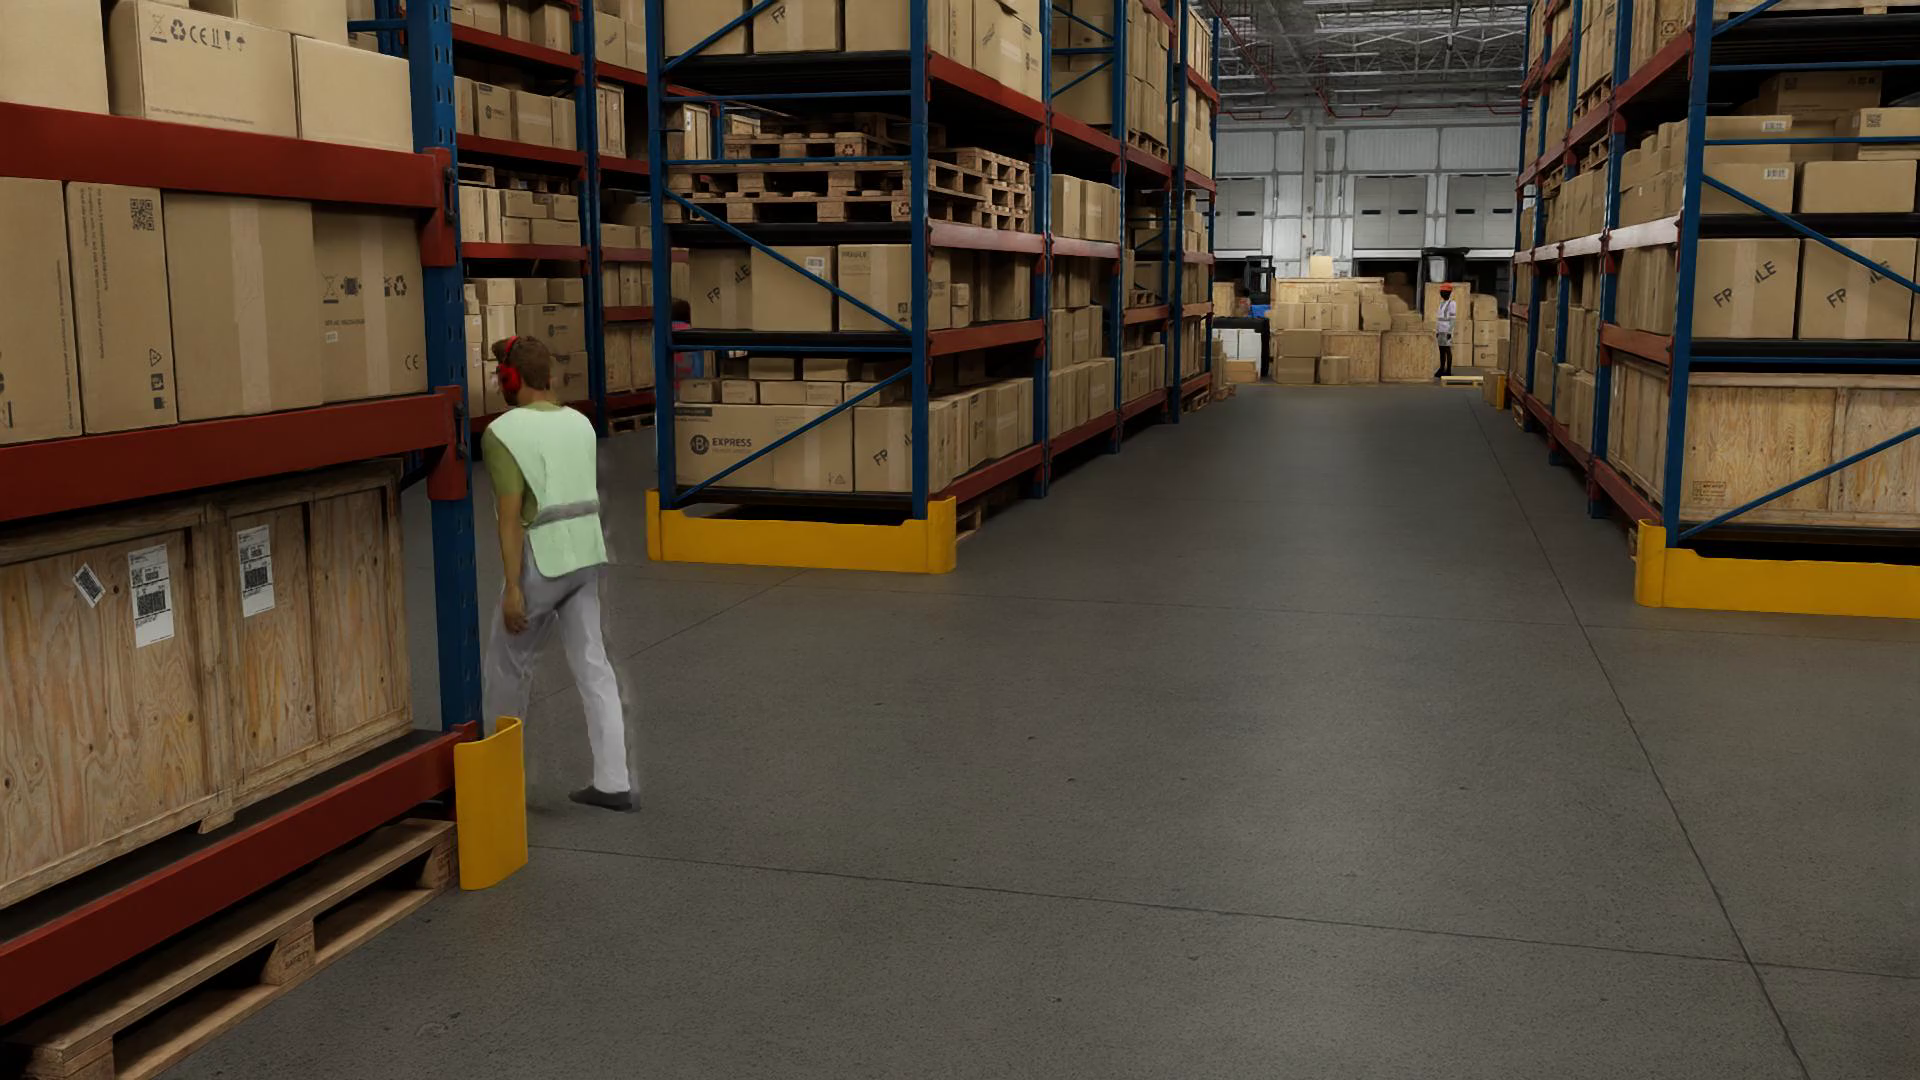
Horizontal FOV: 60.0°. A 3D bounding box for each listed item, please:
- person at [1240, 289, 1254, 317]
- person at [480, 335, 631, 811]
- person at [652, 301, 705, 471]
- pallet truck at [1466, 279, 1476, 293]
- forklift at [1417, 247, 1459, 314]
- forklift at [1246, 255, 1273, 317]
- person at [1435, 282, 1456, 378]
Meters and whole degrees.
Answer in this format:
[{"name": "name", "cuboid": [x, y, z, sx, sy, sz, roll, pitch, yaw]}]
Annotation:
[{"name": "person", "cuboid": [9.784, -7.671, 56.362, 0.805, 1.662, 0.542, 7, 11, 37]}, {"name": "person", "cuboid": [-1.649, 0.131, 6.348, 0.902, 1.799, 0.617, 5, 10, 28]}, {"name": "person", "cuboid": [-2.953, -1.630, 17.616, 0.623, 1.790, 0.997, 2, 9, 15]}, {"name": "pallet truck", "cuboid": [18.896, -8.459, 60.307, 1.885, 1.965, 0.823, 5, 10, 31]}, {"name": "forklift", "cuboid": [12.611, -6.302, 43.810, 1.129, 2.768, 1.873, 1, 9, 5]}, {"name": "forklift", "cuboid": [10.551, -8.662, 58.805, 1.129, 2.768, 1.873, 2, 9, 15]}, {"name": "person", "cuboid": [9.885, -4.280, 33.936, 0.351, 1.942, 0.547, -2, 9, -13]}]
